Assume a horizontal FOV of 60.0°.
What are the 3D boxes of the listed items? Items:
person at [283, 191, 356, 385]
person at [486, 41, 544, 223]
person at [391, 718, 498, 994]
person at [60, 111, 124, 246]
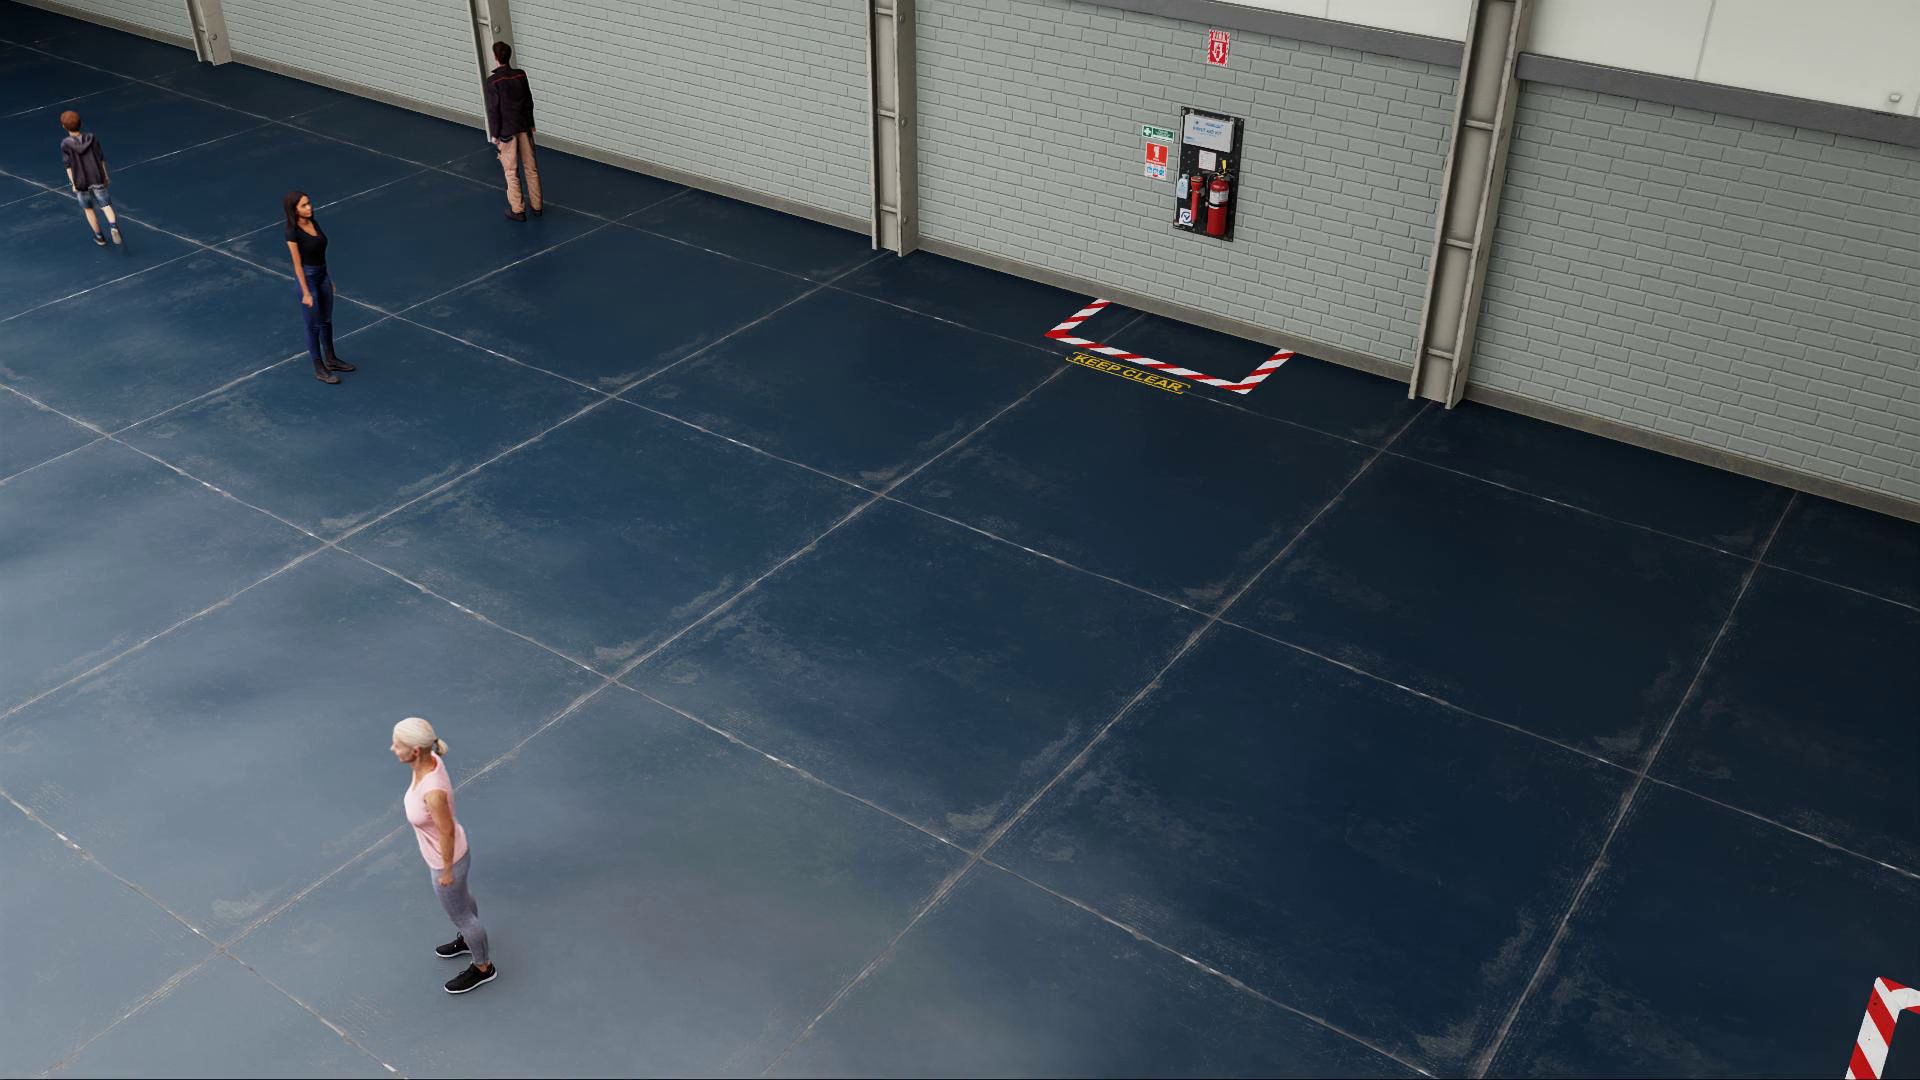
[{"bbox_3d":[-5.718,-2.255,14.701,0.639,1.739,0.637,7,33,12],"label":"person"},{"bbox_3d":[-4.822,-4.404,17.935,0.746,1.925,0.655,-28,42,-36],"label":"person"},{"bbox_3d":[-2.663,1.603,8.599,0.698,1.725,0.607,-12,34,-19],"label":"person"},{"bbox_3d":[-9.063,-3.728,17.323,0.676,1.433,0.878,-23,39,-32],"label":"person"}]
